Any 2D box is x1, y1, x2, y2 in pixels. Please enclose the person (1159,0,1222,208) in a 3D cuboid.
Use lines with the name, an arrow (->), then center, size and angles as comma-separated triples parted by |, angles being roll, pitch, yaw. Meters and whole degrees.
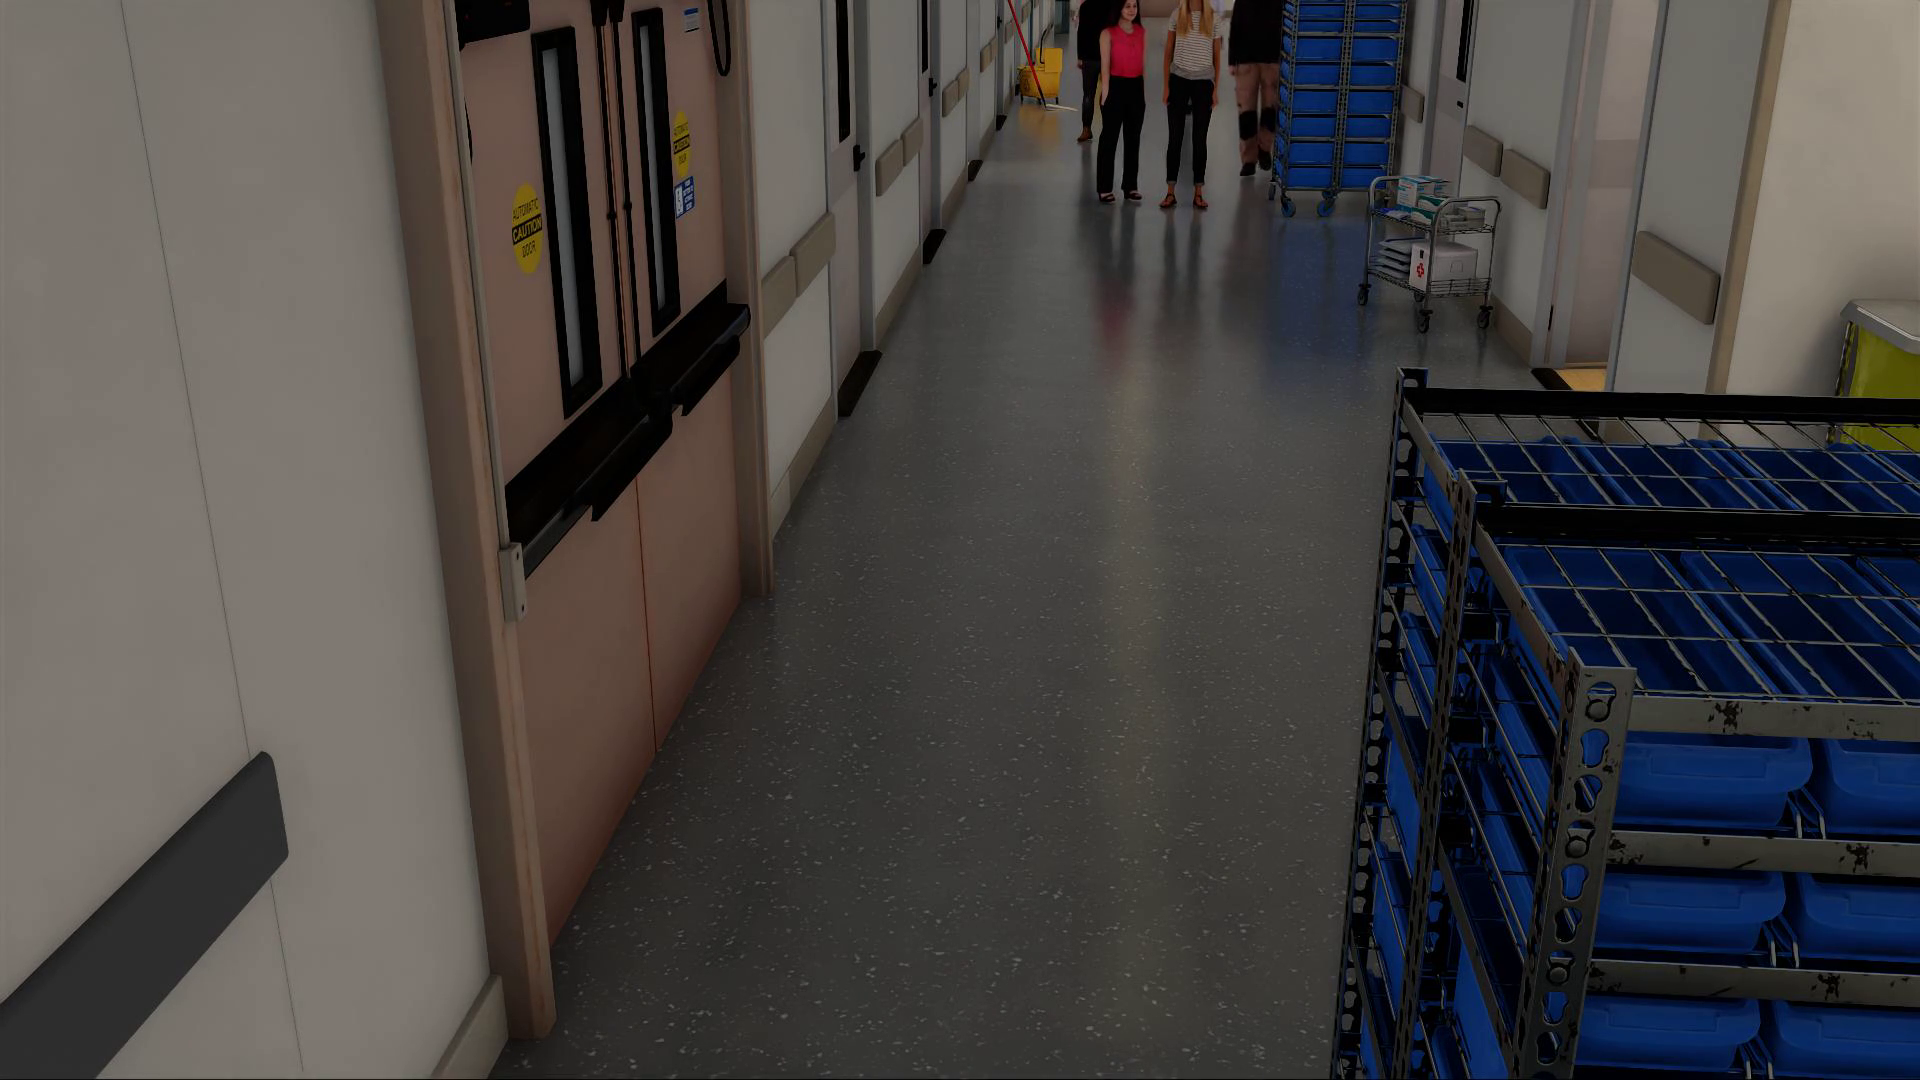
person -> 1.831, -3.577, 13.204 | 0.592, 1.827, 0.516 | 2, 21, 6

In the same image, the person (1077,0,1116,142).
person -> 1.439, -4.981, 17.058 | 0.674, 1.723, 0.581 | 5, 21, 12

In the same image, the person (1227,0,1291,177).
person -> 2.662, -4.200, 14.729 | 0.761, 1.912, 0.748 | 5, 21, 13

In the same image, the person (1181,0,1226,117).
person -> 2.670, -5.542, 18.401 | 0.640, 1.821, 0.775 | 1, 21, 4

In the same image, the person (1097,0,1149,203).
person -> 1.319, -3.578, 13.443 | 0.660, 1.659, 0.678 | -10, 23, -25
